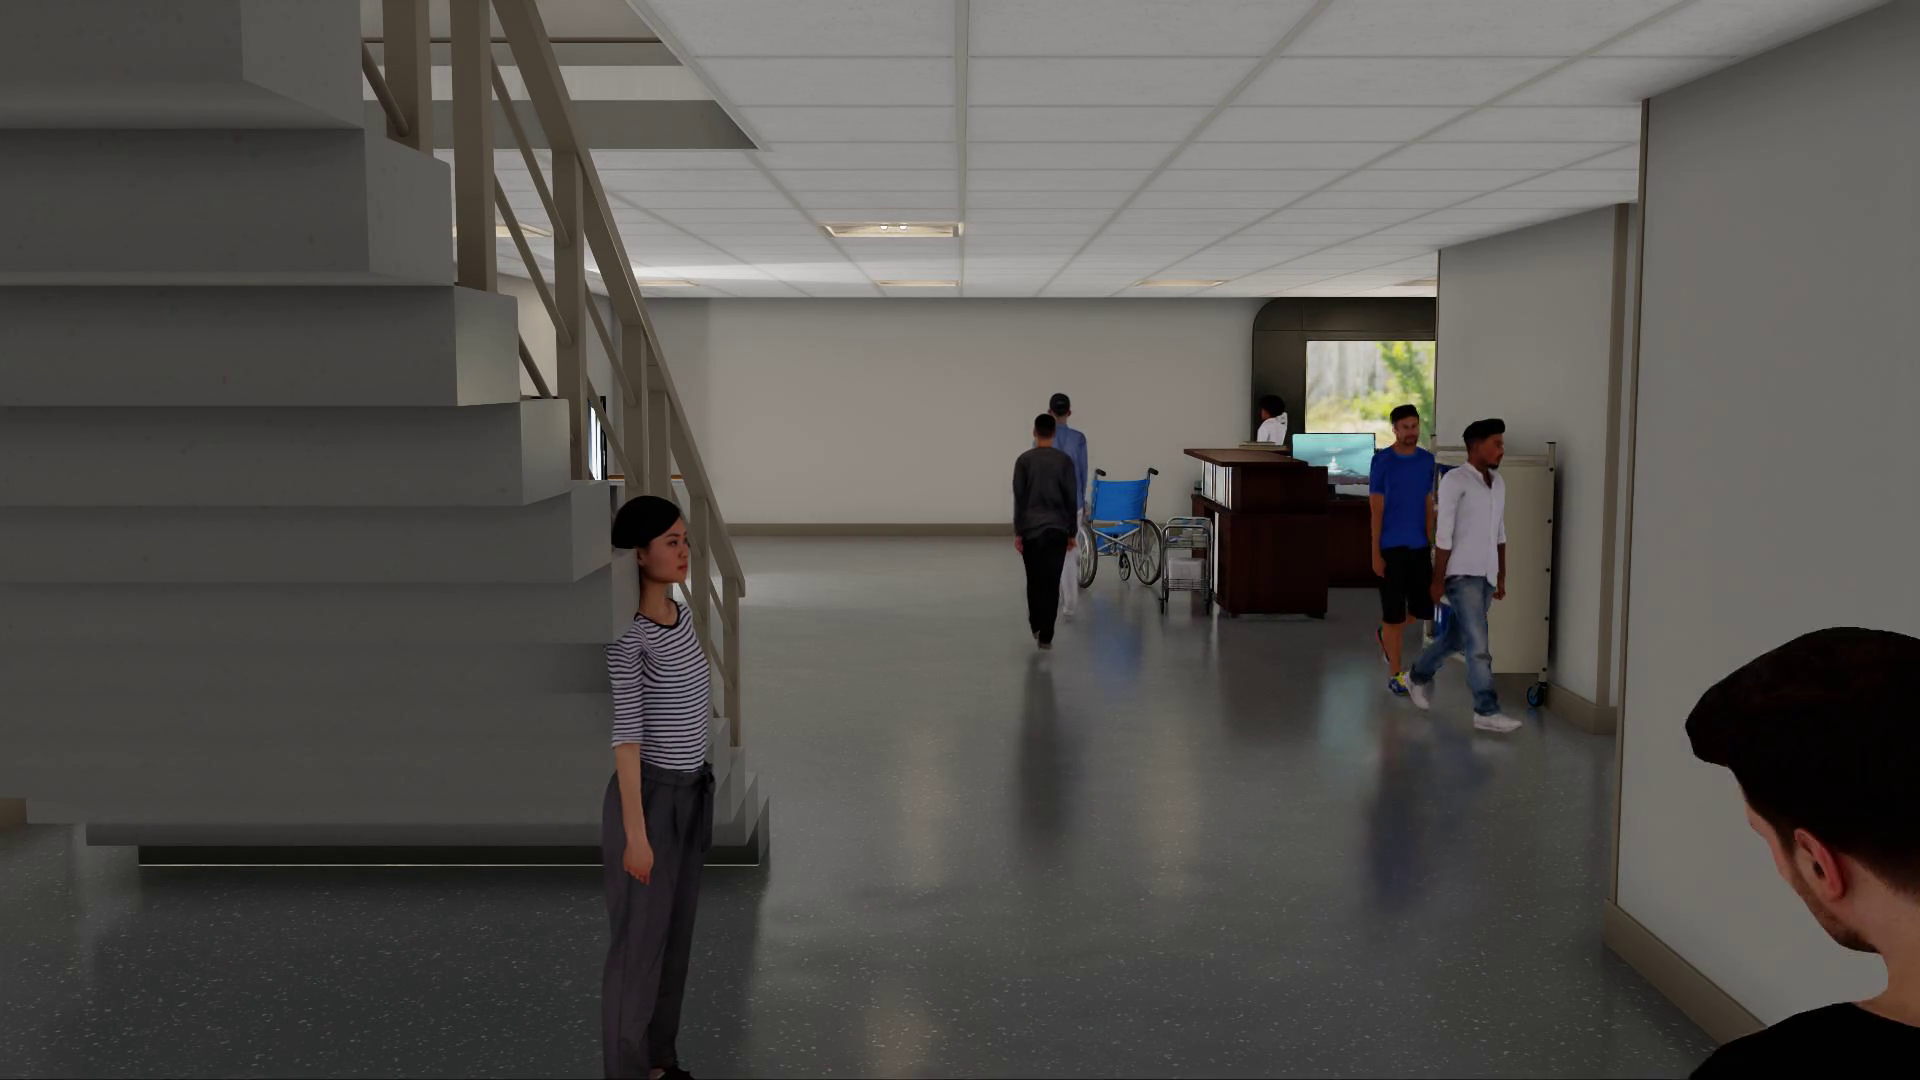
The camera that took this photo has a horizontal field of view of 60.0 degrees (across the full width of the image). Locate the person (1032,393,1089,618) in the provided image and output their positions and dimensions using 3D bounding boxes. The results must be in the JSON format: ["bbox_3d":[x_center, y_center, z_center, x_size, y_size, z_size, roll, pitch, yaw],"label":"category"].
[{"bbox_3d":[0.845,-0.251,13.816,0.759,1.840,1.178,-1,6,-7],"label":"person"}]

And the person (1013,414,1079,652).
[{"bbox_3d":[0.619,-0.014,12.090,0.664,1.713,1.143,0,6,3],"label":"person"}]

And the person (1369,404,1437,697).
[{"bbox_3d":[2.785,0.059,10.699,0.767,1.846,1.032,-2,6,-16],"label":"person"}]

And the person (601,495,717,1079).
[{"bbox_3d":[-0.841,0.738,4.515,0.697,1.733,0.526,1,6,12],"label":"person"}]

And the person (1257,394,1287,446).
[{"bbox_3d":[3.605,-0.786,19.286,0.780,1.809,0.717,6,8,44],"label":"person"}]

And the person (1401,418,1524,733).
[{"bbox_3d":[2.903,0.200,9.706,1.078,1.765,1.271,-4,7,-32],"label":"person"}]
